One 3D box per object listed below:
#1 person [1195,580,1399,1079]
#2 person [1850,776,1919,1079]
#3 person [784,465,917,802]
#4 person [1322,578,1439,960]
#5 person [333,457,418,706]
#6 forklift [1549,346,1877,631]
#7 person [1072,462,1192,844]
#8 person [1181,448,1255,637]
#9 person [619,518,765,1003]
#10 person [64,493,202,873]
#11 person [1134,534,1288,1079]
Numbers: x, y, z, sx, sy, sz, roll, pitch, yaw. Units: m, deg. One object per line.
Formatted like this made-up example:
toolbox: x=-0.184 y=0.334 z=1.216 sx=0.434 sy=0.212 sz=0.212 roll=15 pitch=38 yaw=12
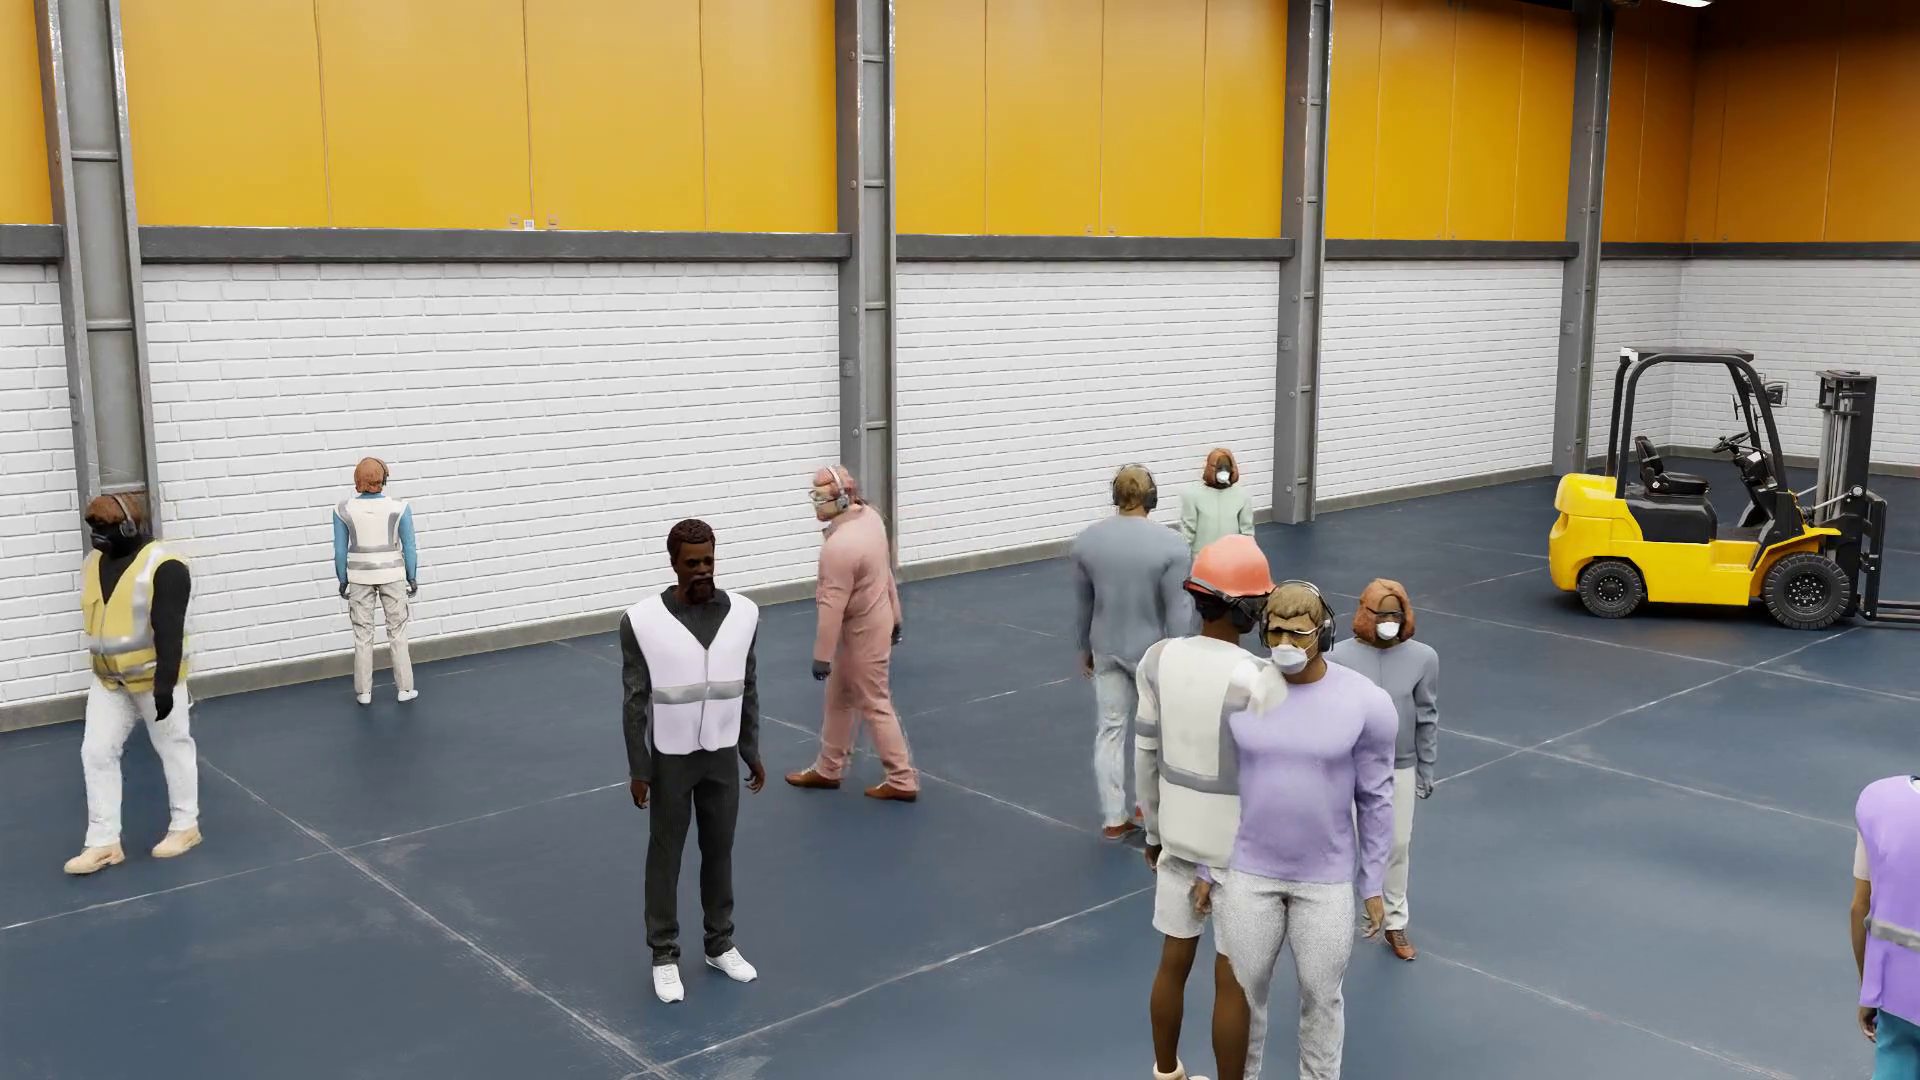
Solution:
person: x=1.060 y=1.074 z=5.352 sx=0.635 sy=1.937 sz=0.352 roll=3 pitch=10 yaw=18
person: x=2.617 y=1.278 z=4.422 sx=0.389 sy=1.846 sz=0.567 roll=-5 pitch=11 yaw=-25
person: x=-0.621 y=0.509 z=8.901 sx=0.827 sy=1.855 sz=0.721 roll=1 pitch=10 yaw=6
person: x=1.734 y=0.957 z=6.951 sx=0.501 sy=1.626 sz=0.277 roll=0 pitch=10 yaw=0
person: x=-3.818 y=0.275 z=10.902 sx=0.521 sy=1.640 sz=0.307 roll=-2 pitch=10 yaw=-13
forklift: x=6.109 y=-0.478 z=13.691 sx=2.313 sy=2.155 sz=1.214 roll=3 pitch=10 yaw=16
person: x=0.887 y=0.562 z=8.389 sx=0.660 sy=1.921 sz=0.547 roll=5 pitch=11 yaw=29
person: x=1.800 y=0.168 z=11.558 sx=0.522 sy=1.618 sz=0.425 roll=-1 pitch=10 yaw=-7
person: x=-1.064 y=0.858 z=6.675 sx=0.590 sy=1.919 sz=0.392 roll=-6 pitch=12 yaw=-34
person: x=-3.991 y=0.690 z=7.942 sx=0.643 sy=1.810 sz=0.776 roll=3 pitch=10 yaw=16
person: x=0.860 y=0.991 z=5.530 sx=0.396 sy=2.042 sz=0.610 roll=-9 pitch=13 yaw=-41
